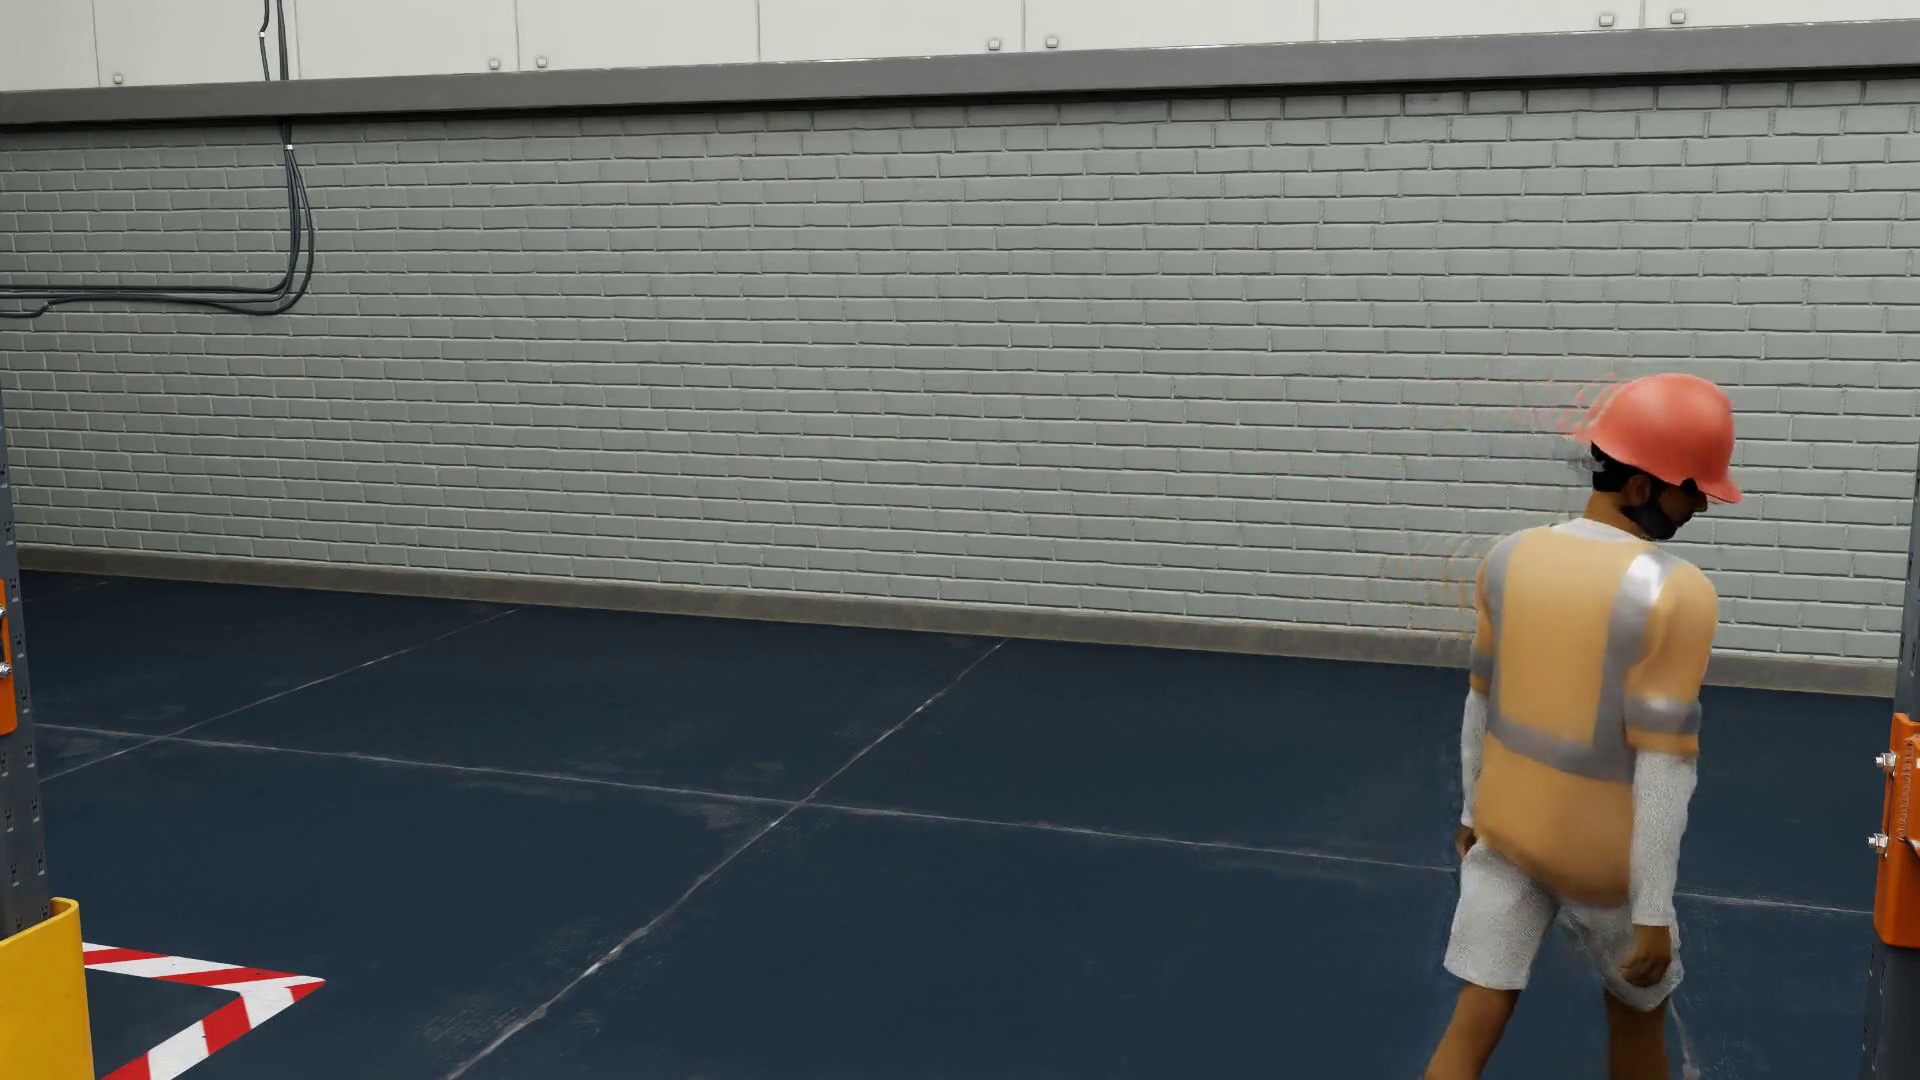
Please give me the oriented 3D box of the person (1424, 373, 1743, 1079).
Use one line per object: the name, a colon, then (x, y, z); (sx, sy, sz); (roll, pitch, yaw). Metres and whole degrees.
person: (1.292, 0.588, 3.384); (1.006, 1.849, 0.620); (-6, 11, -31)
